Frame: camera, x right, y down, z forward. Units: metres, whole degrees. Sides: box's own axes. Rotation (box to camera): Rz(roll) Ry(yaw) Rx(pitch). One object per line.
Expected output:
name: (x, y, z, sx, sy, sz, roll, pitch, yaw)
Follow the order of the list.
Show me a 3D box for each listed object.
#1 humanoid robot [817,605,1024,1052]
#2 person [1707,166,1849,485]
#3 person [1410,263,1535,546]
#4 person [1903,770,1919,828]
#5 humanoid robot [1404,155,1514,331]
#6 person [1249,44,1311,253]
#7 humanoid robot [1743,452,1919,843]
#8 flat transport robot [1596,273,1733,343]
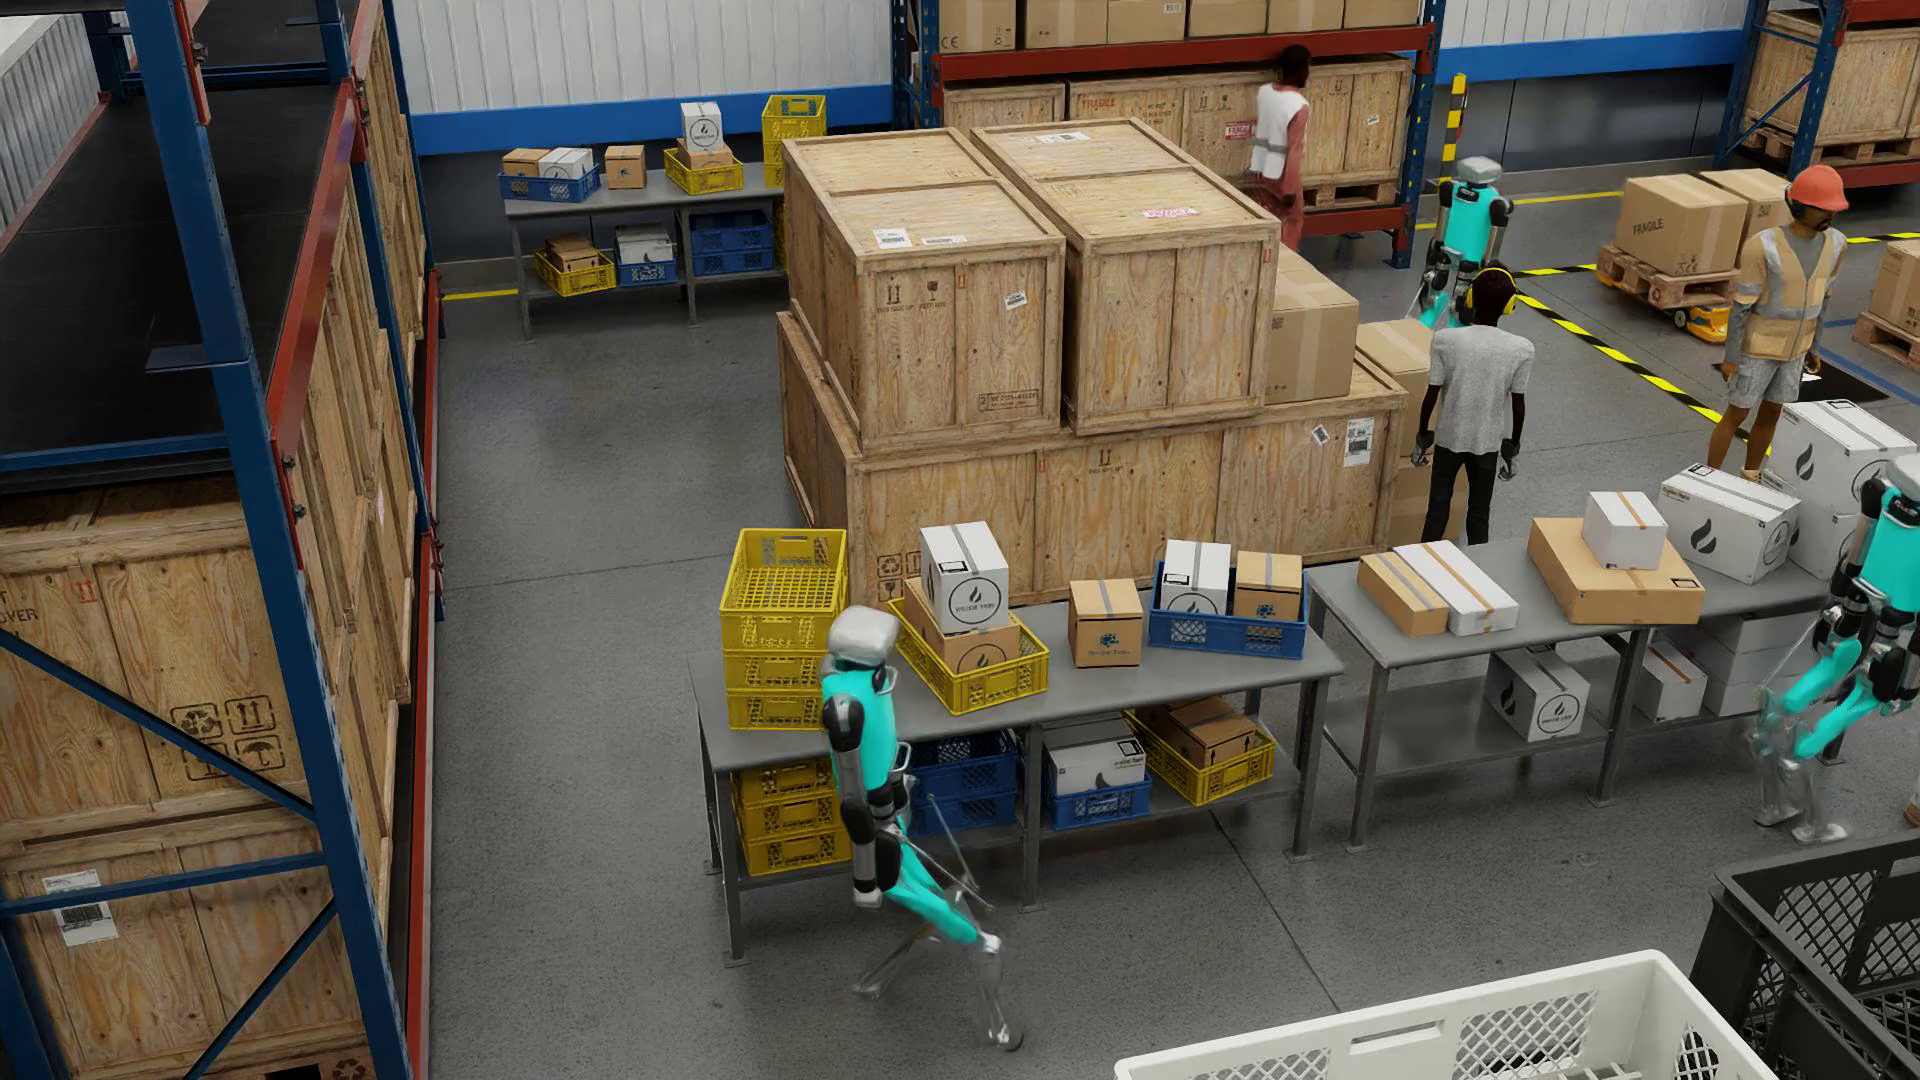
humanoid robot: (-0.049, 1.051, 5.755, 0.875, 1.803, 0.530, 3, 29, 6)
person: (4.529, -1.068, 9.217, 0.614, 2.041, 0.376, -6, 29, -11)
person: (2.532, -0.469, 8.310, 0.524, 1.869, 0.312, 8, 30, 14)
person: (4.298, 0.415, 6.746, 0.630, 1.834, 0.429, -12, 31, -20)
humanoid robot: (2.853, -1.376, 10.185, 0.781, 1.871, 0.530, -15, 32, -26)
person: (2.339, -2.739, 12.409, 0.785, 1.891, 0.591, -12, 31, -21)
humanoid robot: (3.500, 0.486, 6.668, 0.637, 1.760, 0.532, -7, 30, -13)
flat transport robot: (5.469, -1.843, 12.433, 0.652, 0.197, 1.431, -7, 30, -13)
